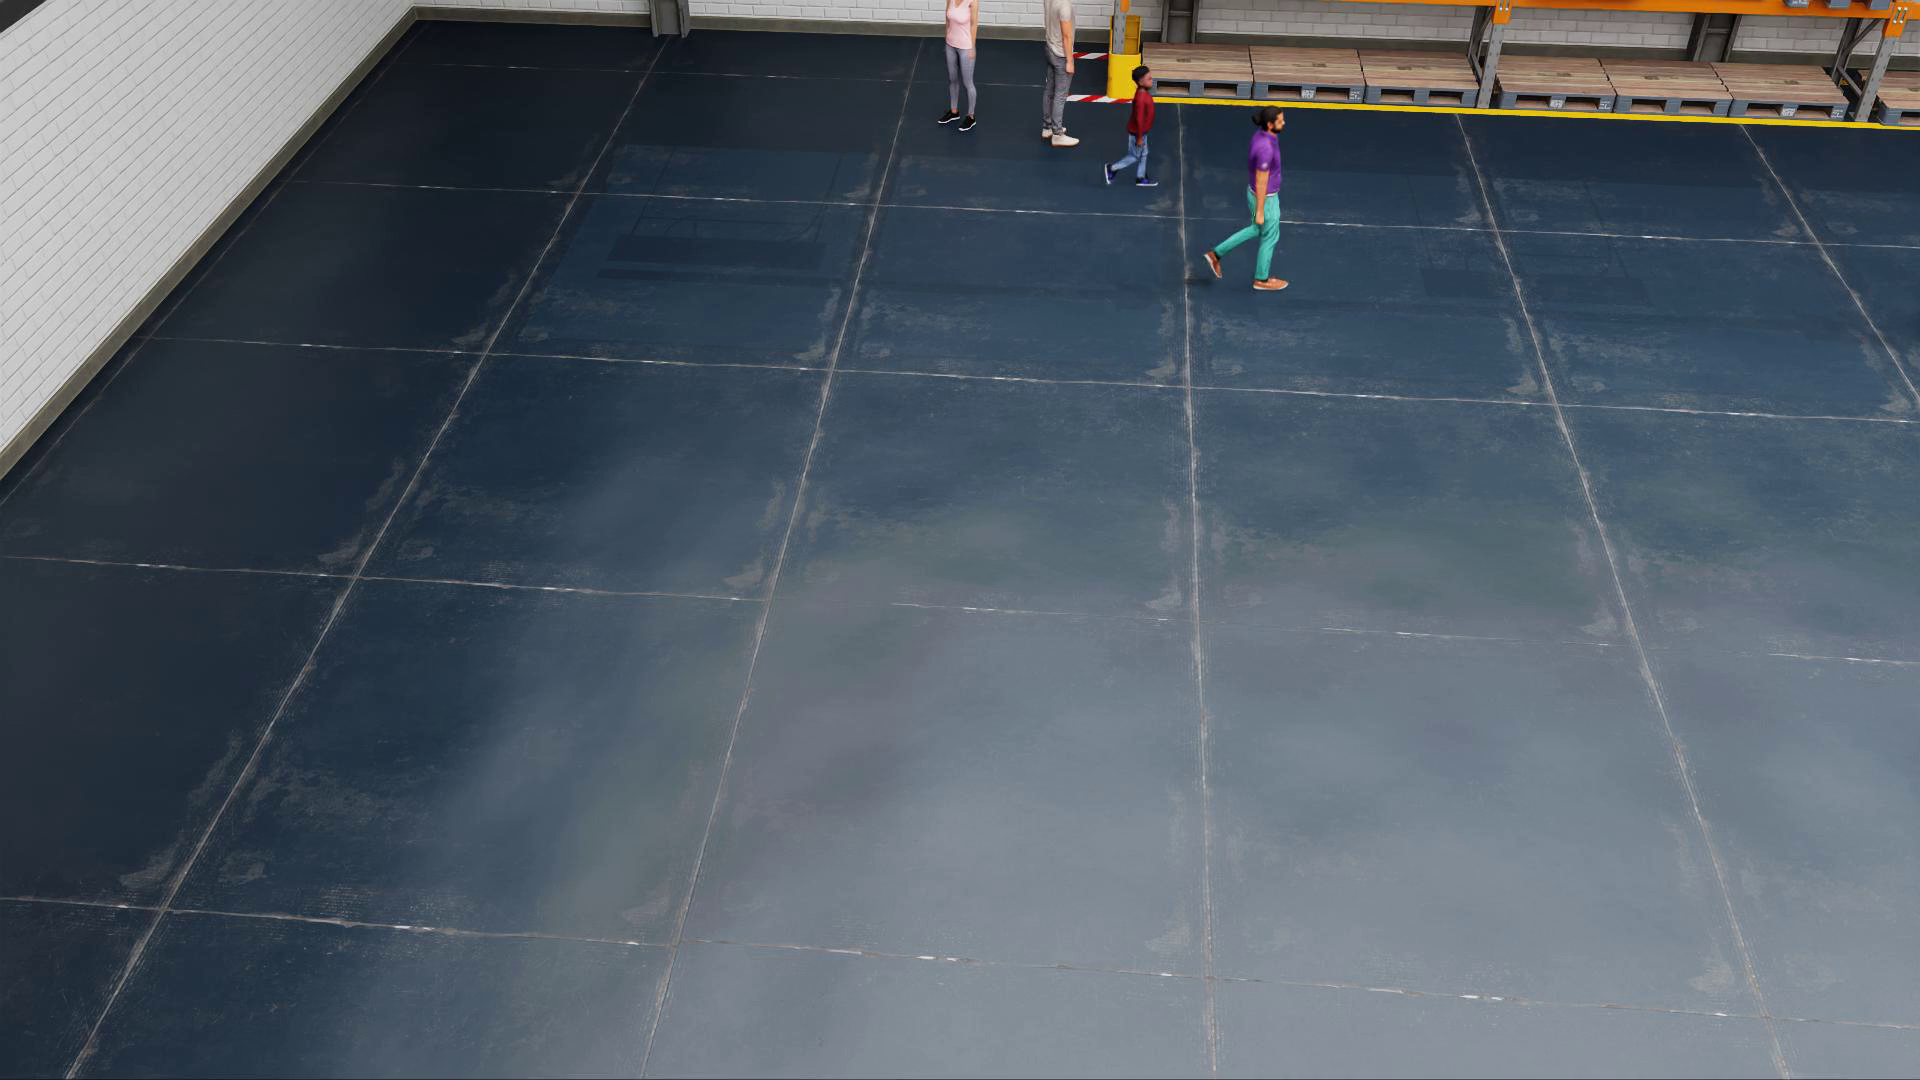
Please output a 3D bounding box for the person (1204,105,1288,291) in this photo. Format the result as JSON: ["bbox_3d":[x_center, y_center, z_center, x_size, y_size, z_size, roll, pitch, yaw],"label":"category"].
[{"bbox_3d":[2.560,-2.989,14.593,0.982,1.748,0.656,2,39,3],"label":"person"}]

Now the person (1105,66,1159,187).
[{"bbox_3d":[1.691,-4.029,16.301,0.774,1.242,0.567,8,39,10],"label":"person"}]

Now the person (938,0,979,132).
[{"bbox_3d":[0.013,-5.150,17.316,0.625,1.726,0.708,28,47,31],"label":"person"}]

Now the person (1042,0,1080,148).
[{"bbox_3d":[1.007,-4.964,16.948,0.719,1.895,0.732,-14,41,-17],"label":"person"}]
